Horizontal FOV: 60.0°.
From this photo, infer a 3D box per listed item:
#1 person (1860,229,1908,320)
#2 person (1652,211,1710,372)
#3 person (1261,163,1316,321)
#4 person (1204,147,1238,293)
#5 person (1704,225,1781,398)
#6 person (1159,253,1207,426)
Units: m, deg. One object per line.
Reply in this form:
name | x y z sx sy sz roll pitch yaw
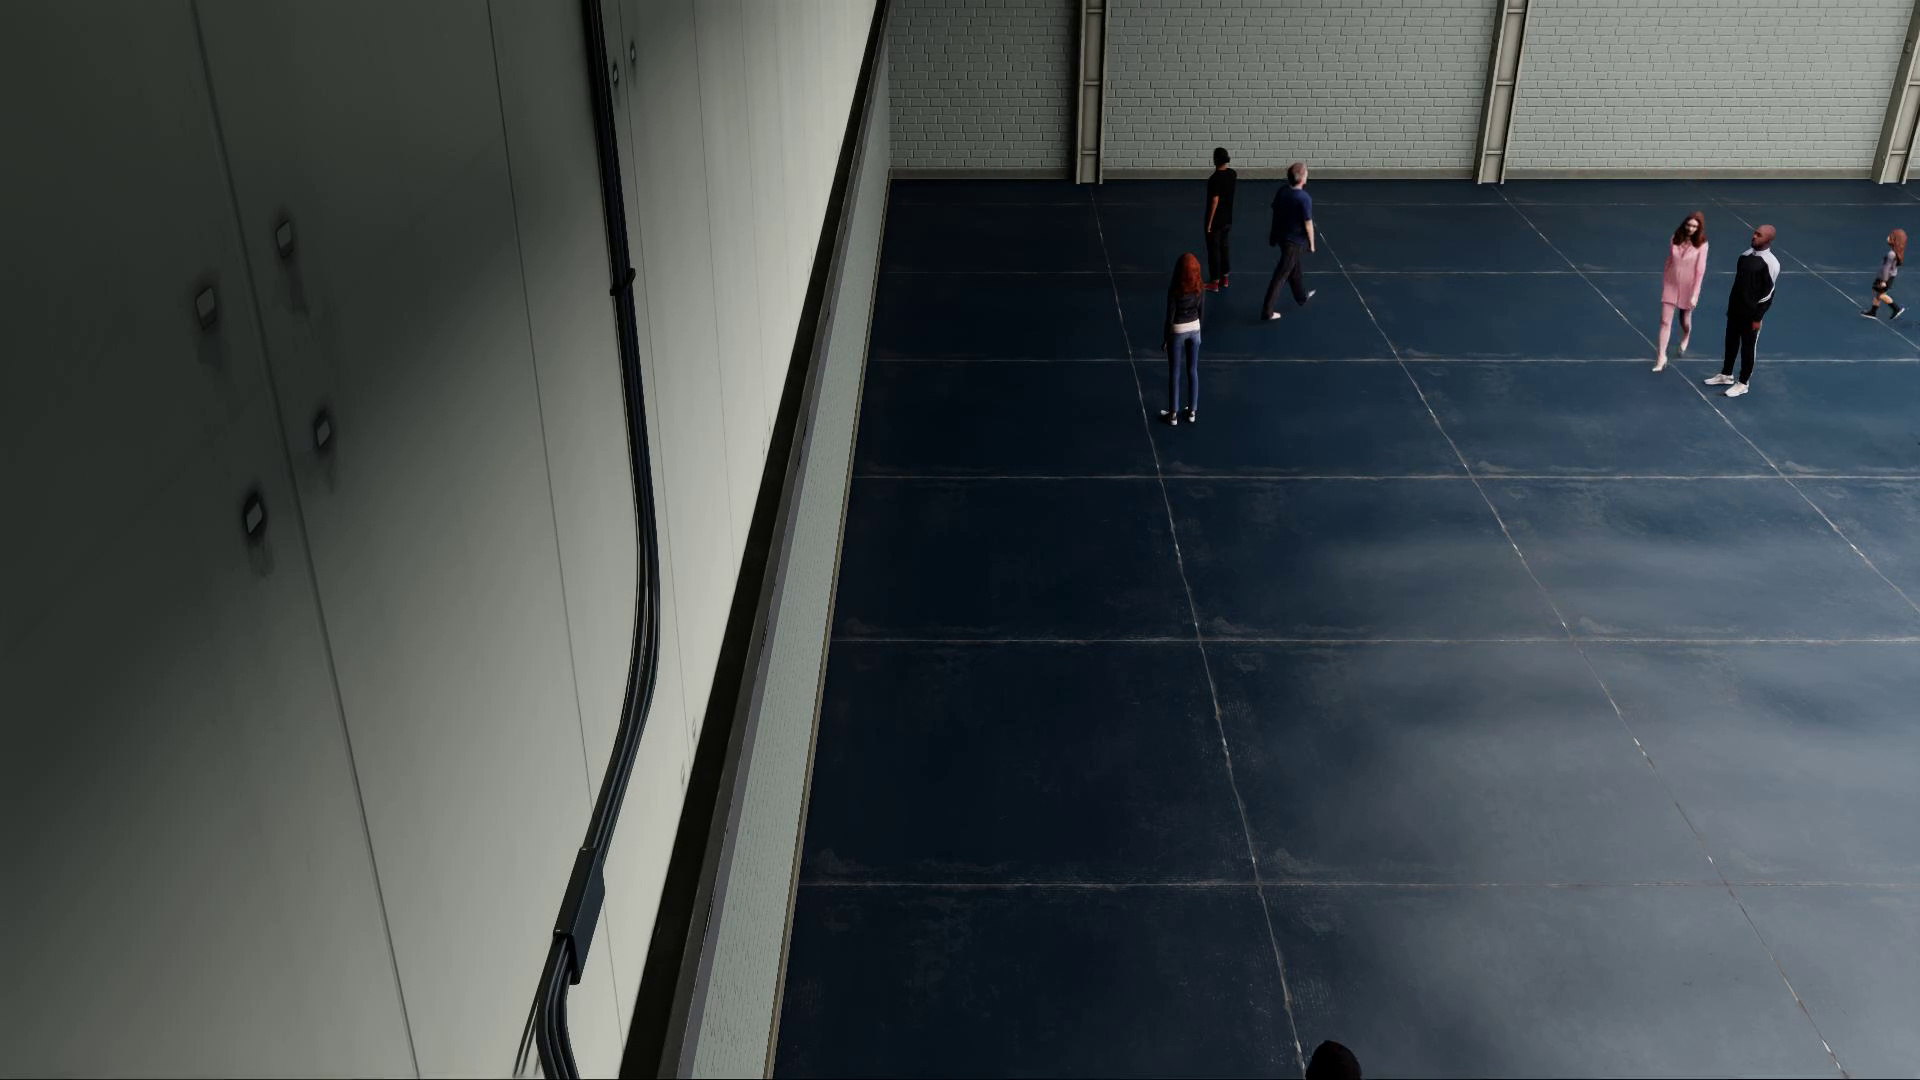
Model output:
person | 10.912 -3.092 19.485 0.753 1.095 0.661 18 33 30
person | 7.880 -2.727 18.095 1.115 1.757 1.139 22 35 35
person | 3.766 -3.424 19.336 1.261 1.821 1.075 -17 32 -28
person | 3.170 -3.930 20.357 0.747 1.755 0.703 23 35 36
person | 8.288 -2.434 17.470 0.633 1.828 0.708 -7 29 -13
person | 2.253 -2.028 16.749 0.573 1.789 0.697 -8 29 -15
